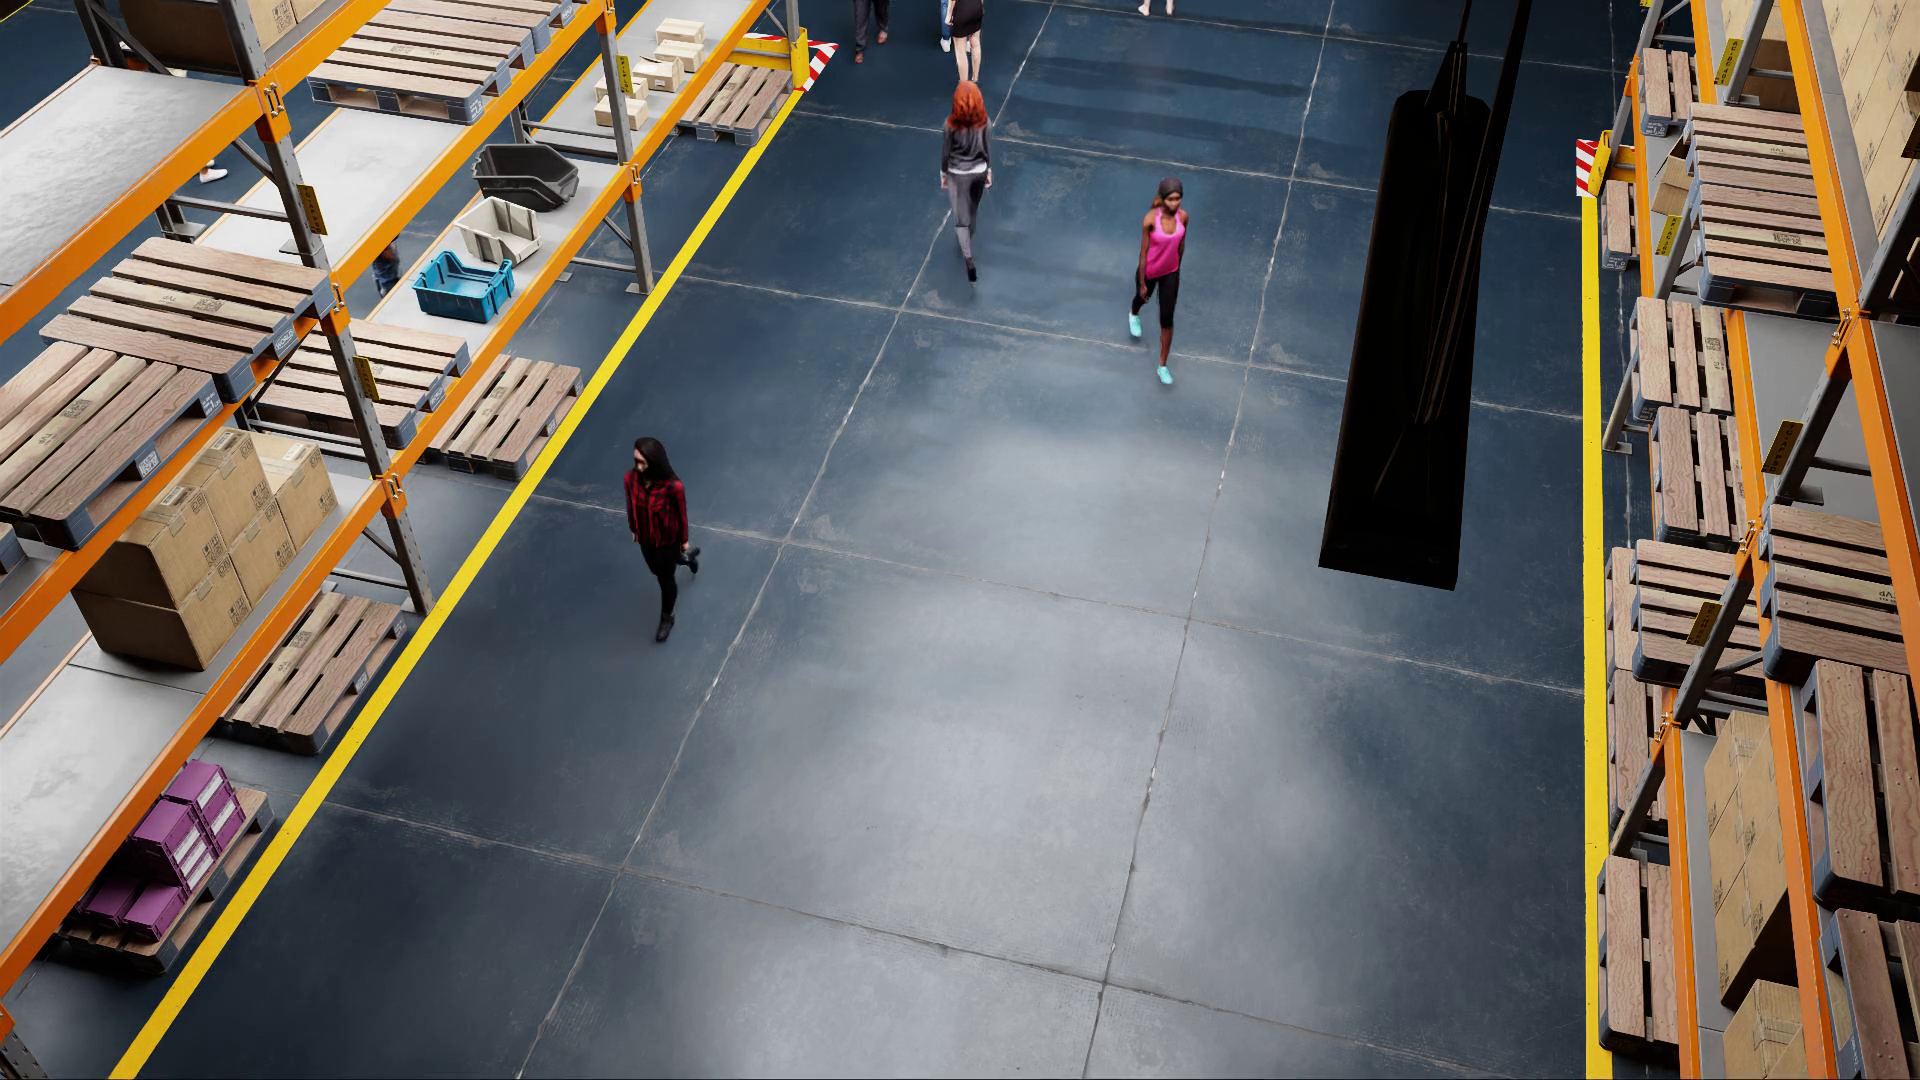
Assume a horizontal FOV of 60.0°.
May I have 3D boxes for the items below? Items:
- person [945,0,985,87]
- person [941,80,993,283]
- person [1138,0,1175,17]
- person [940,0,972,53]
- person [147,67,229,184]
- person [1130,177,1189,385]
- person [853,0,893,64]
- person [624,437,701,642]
[{"bbox_3d":[0.070,-5.164,16.364,0.685,1.804,0.769,-29,51,-27],"label":"person"},{"bbox_3d":[0.078,-3.022,14.156,0.921,1.749,1.155,-9,44,-10],"label":"person"},{"bbox_3d":[2.156,-6.483,17.777,0.651,1.766,0.650,-3,44,-4],"label":"person"},{"bbox_3d":[-0.029,-5.919,17.149,0.714,1.814,0.636,3,44,3],"label":"person"},{"bbox_3d":[-7.231,-4.089,15.360,0.735,1.633,0.727,-34,53,-30],"label":"person"},{"bbox_3d":[1.552,-2.178,13.320,0.849,1.679,1.223,-5,44,-5],"label":"person"},{"bbox_3d":[-0.895,-5.825,17.232,0.756,1.563,1.079,4,44,4],"label":"person"},{"bbox_3d":[-1.980,-0.088,11.157,0.618,1.639,0.906,12,45,13],"label":"person"}]
